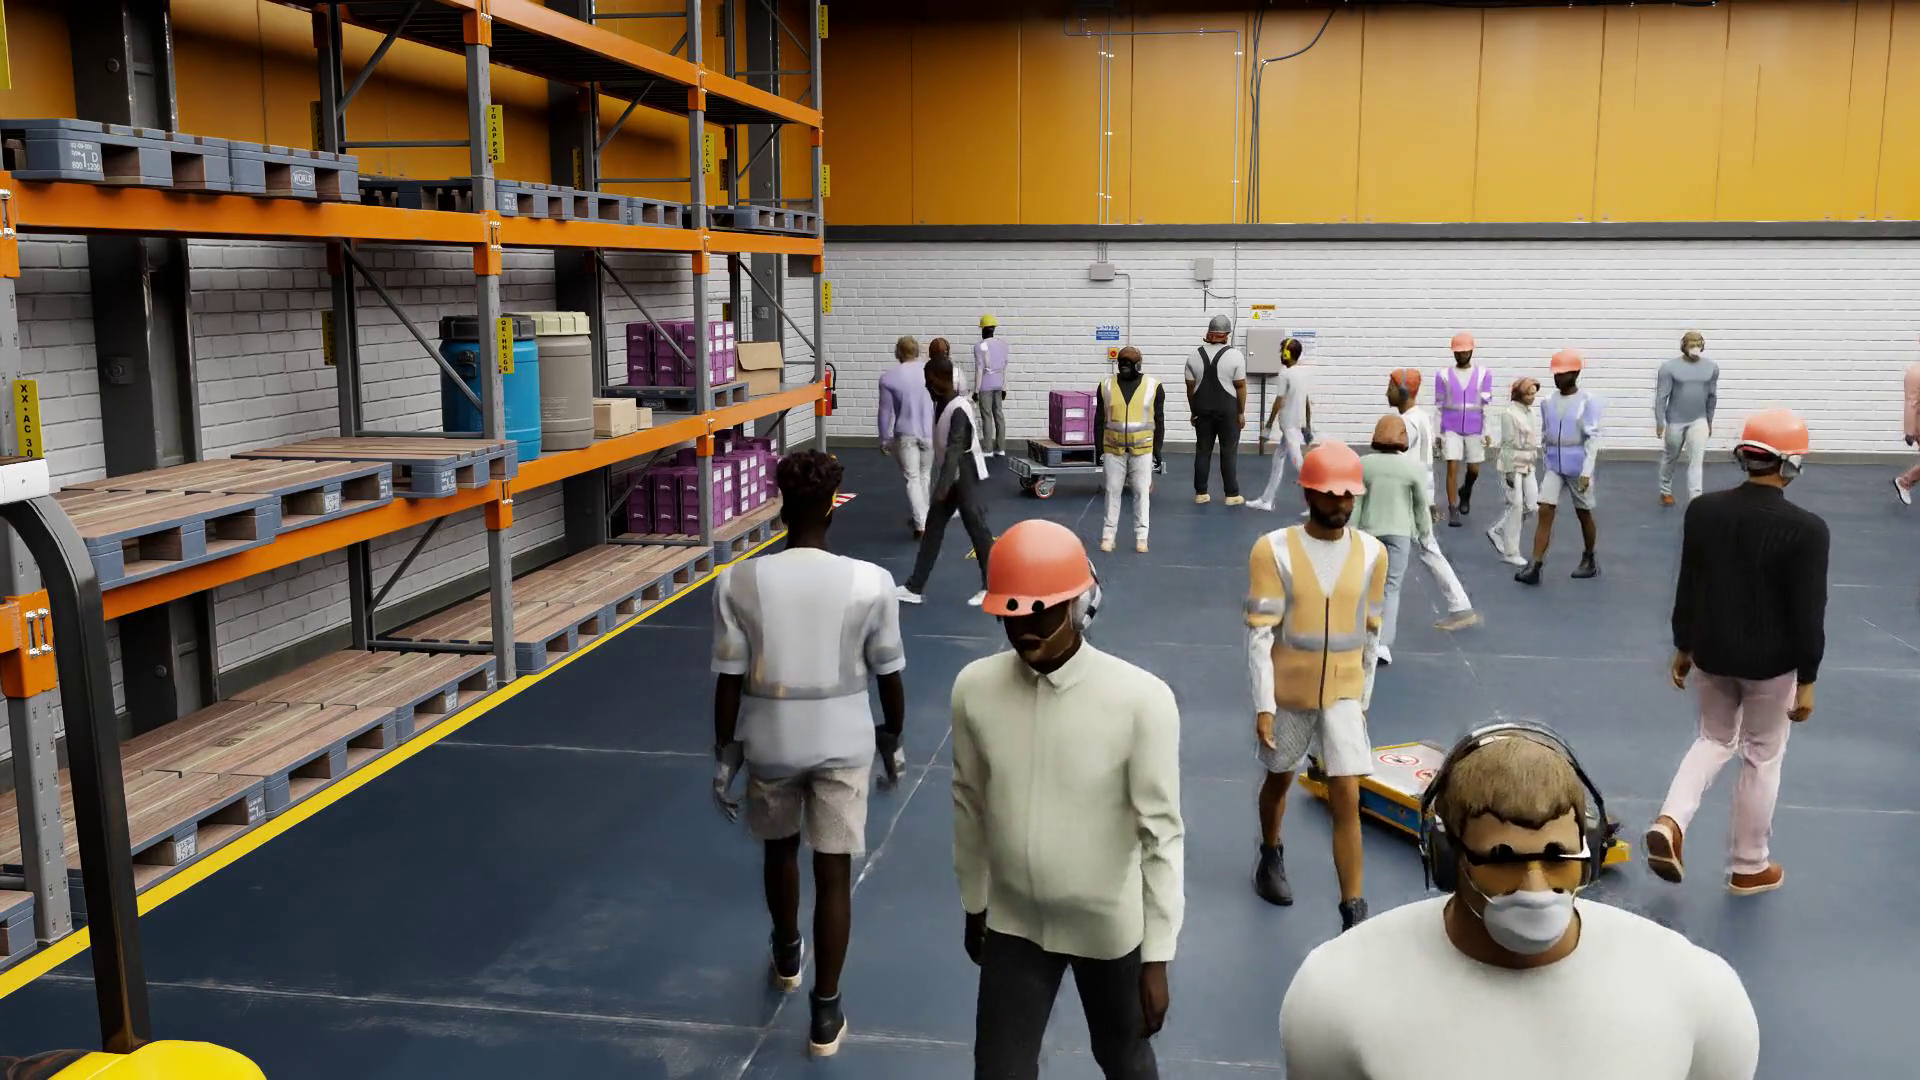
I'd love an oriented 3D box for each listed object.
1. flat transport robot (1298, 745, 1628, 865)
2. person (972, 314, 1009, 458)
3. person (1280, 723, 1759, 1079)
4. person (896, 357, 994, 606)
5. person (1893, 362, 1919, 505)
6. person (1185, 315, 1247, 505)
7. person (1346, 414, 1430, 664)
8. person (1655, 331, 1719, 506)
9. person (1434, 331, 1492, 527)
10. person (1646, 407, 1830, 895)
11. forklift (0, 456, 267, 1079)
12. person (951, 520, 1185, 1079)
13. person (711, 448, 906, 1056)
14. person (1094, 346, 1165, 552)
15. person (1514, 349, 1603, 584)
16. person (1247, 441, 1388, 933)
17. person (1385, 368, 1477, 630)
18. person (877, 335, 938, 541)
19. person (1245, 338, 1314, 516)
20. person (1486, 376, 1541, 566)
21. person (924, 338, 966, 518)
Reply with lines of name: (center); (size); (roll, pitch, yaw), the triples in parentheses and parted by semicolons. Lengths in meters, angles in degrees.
flat transport robot: (2.209, 1.172, 7.460); (0.652, 0.197, 1.431); (-4, 10, -24)
person: (0.387, -2.059, 22.300); (0.594, 1.924, 0.382); (-8, 12, -42)
person: (0.776, 1.170, 2.424); (0.642, 1.922, 0.750); (1, 9, 9)
person: (-0.115, -0.419, 12.357); (0.973, 1.859, 0.626); (-3, 10, -19)
person: (9.938, -1.180, 17.097); (0.687, 1.868, 0.816); (-3, 10, -19)
person: (2.786, -1.400, 17.885); (0.673, 2.000, 0.535); (6, 11, 31)
person: (2.763, -0.023, 10.776); (0.518, 1.591, 0.859); (4, 10, 21)
person: (7.577, -1.240, 17.391); (0.652, 1.888, 1.040); (1, 9, 6)
person: (4.965, -1.110, 16.458); (0.556, 1.920, 0.735); (2, 9, 12)
person: (3.077, 0.465, 6.562); (0.621, 1.981, 0.635); (-6, 11, -31)
forklift: (-2.328, 0.975, 2.765); (2.313, 2.155, 1.214); (1, 9, 9)
person: (0.243, 0.905, 4.000); (0.640, 1.948, 0.978); (4, 10, 25)
person: (-0.494, 0.651, 5.567); (0.627, 1.926, 0.906); (0, 9, 0)
person: (1.500, -0.802, 14.814); (0.627, 1.840, 0.429); (2, 9, 12)
person: (4.871, -0.585, 13.343); (0.998, 1.883, 0.566); (-8, 12, -40)
person: (1.341, 0.566, 6.265); (0.550, 1.888, 1.009); (0, 9, -3)
person: (3.193, -0.285, 11.694); (1.004, 1.840, 0.580); (3, 10, 18)
person: (-0.479, -0.963, 15.623); (0.643, 1.895, 0.903); (-3, 10, -21)
person: (3.402, -1.160, 17.112); (0.993, 1.823, 0.517); (7, 11, 35)
person: (4.739, -0.595, 14.218); (0.518, 1.622, 0.421); (-8, 12, -40)
person: (-0.219, -1.129, 16.870); (0.619, 1.836, 0.431); (3, 10, 17)
